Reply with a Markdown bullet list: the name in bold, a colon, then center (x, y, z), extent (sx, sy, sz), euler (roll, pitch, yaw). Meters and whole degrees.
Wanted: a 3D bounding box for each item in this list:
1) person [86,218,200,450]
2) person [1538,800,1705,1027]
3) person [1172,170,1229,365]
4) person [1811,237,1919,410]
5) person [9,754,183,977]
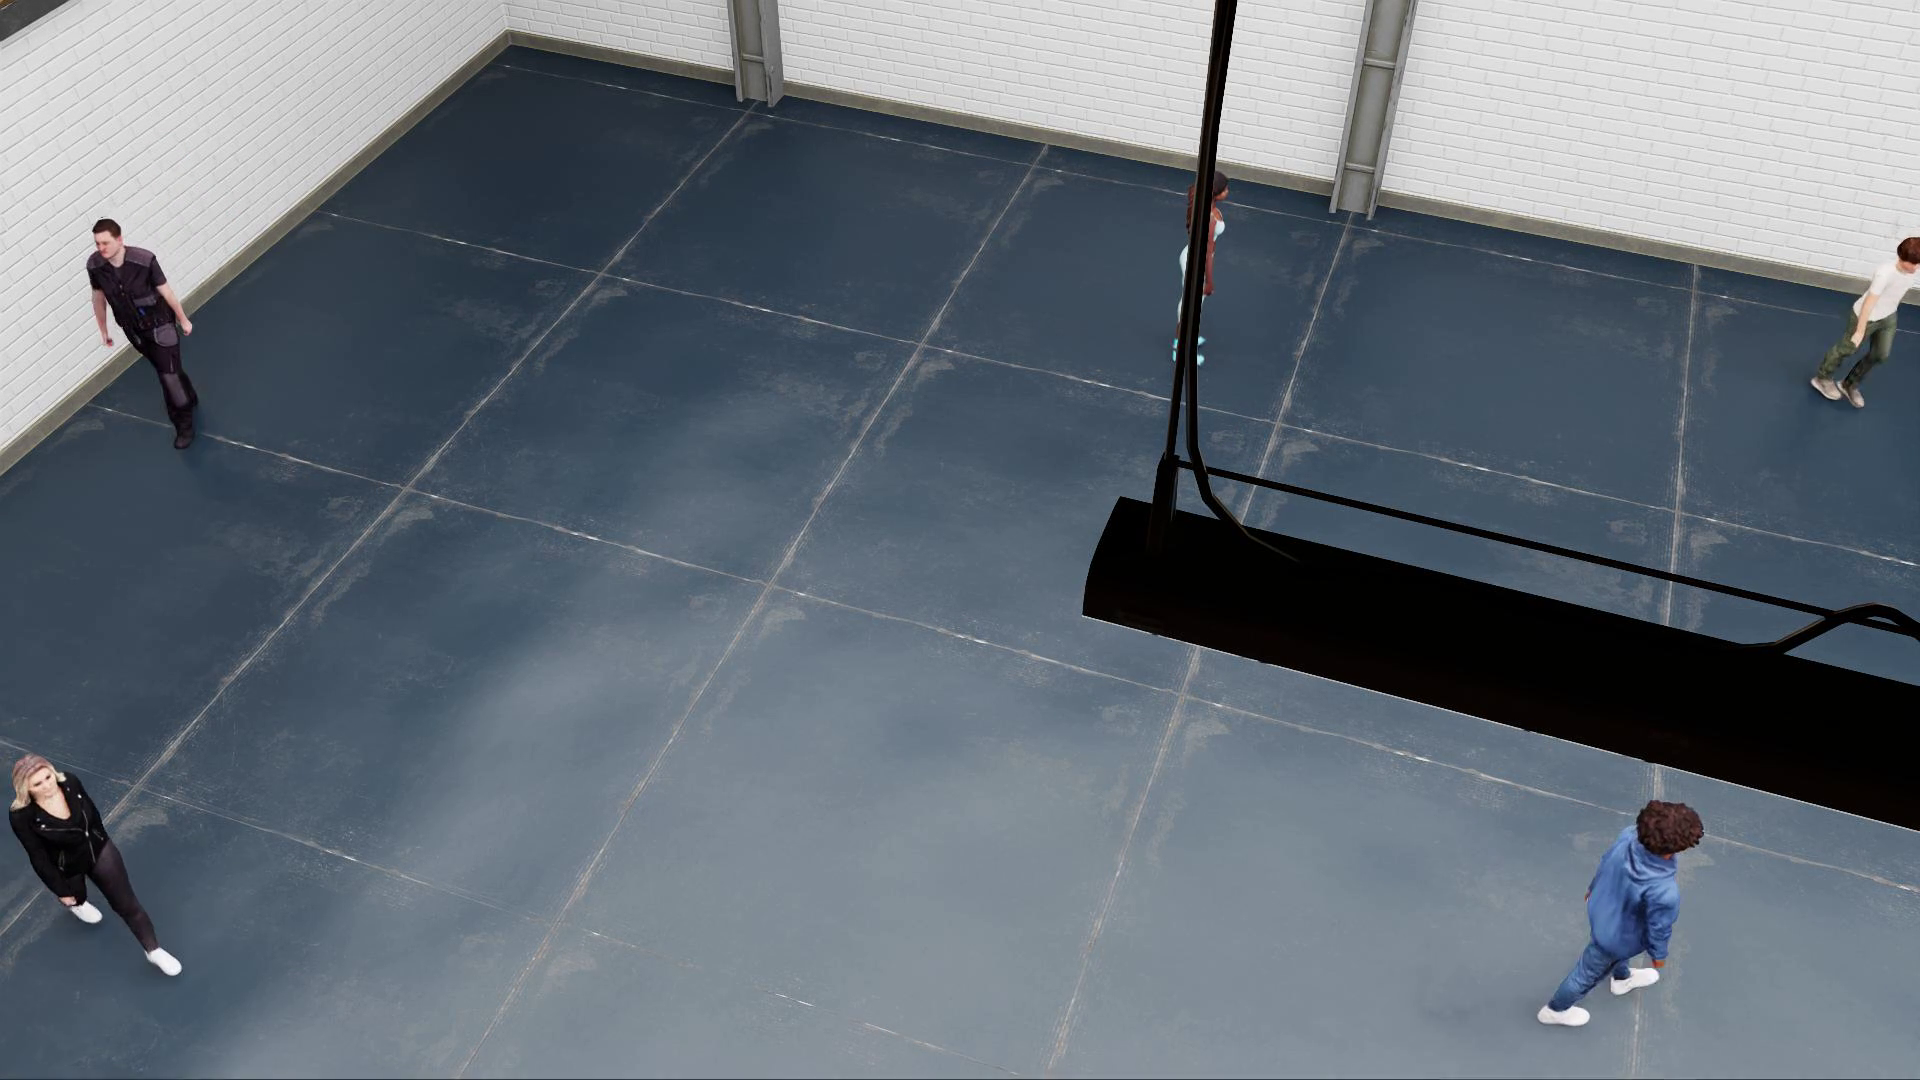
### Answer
- **person**: center (-6.072, -1.661, 12.524), extent (0.973, 1.823, 0.969), euler (3, 44, 3)
- **person**: center (3.382, 1.997, 8.713), extent (1.090, 1.784, 0.927), euler (-4, 44, -4)
- **person**: center (1.865, -2.157, 13.117), extent (0.665, 1.724, 0.648), euler (-5, 44, -5)
- **person**: center (6.954, -1.730, 12.751), extent (0.836, 1.611, 0.878), euler (-16, 46, -16)
- **person**: center (-4.873, 1.731, 9.088), extent (1.200, 1.651, 0.792), euler (25, 49, 24)
